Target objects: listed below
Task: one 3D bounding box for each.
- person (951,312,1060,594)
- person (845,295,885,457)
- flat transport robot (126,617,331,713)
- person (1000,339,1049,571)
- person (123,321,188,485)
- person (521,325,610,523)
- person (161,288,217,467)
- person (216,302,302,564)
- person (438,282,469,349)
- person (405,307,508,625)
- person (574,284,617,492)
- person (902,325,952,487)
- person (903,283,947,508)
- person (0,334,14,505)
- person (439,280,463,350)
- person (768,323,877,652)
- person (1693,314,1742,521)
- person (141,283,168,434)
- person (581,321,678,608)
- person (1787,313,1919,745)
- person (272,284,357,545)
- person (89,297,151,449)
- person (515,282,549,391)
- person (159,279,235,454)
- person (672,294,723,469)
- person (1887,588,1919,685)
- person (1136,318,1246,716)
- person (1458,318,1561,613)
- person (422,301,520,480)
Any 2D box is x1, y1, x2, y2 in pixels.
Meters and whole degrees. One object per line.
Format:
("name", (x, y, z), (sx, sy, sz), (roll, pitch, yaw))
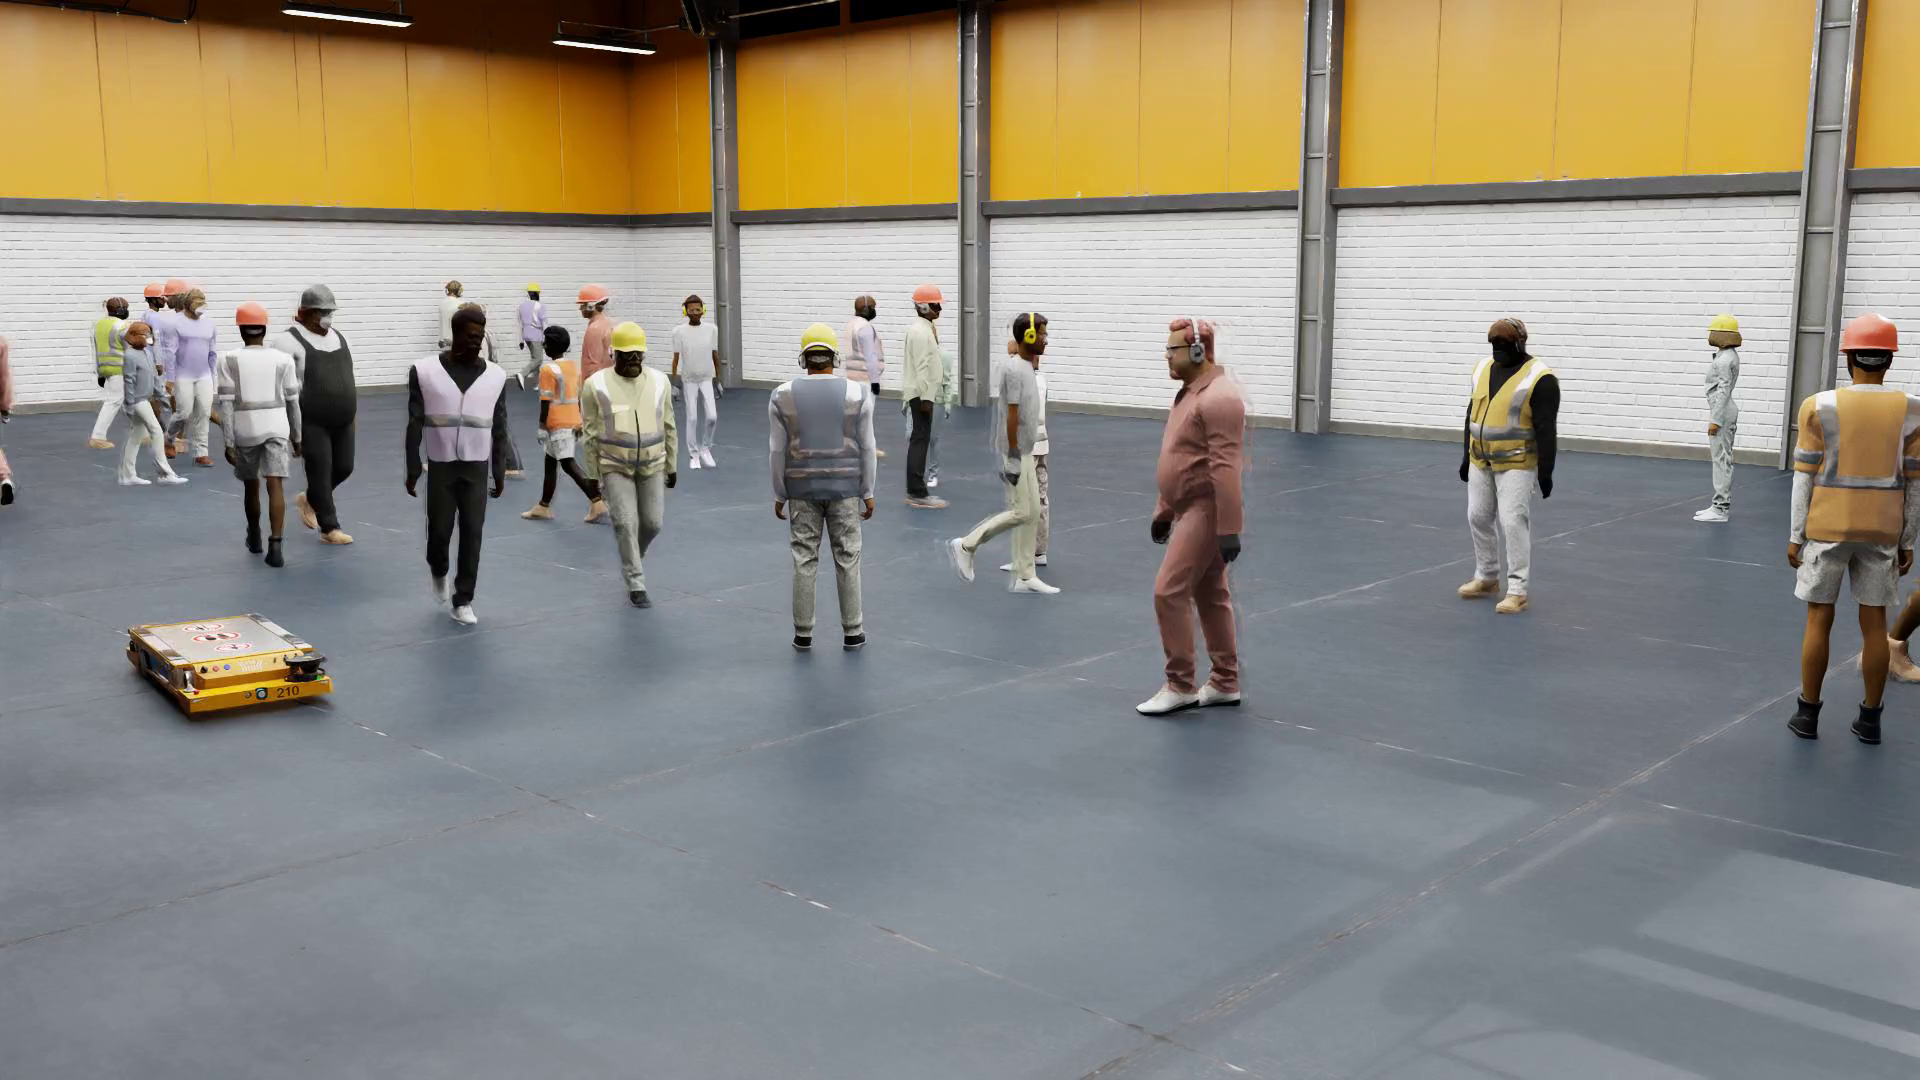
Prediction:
("person", (0.315, -0.557, 10.849), (0.649, 1.842, 0.557), (3, 10, 15))
("person", (-1.052, -1.808, 18.546), (0.429, 1.846, 0.635), (-3, 10, -18))
("flat transport robot", (-3.777, 0.603, 8.527), (0.652, 0.197, 1.431), (-7, 12, -37))
("person", (0.461, -0.594, 11.674), (0.314, 1.641, 0.515), (5, 10, 28))
("person", (-7.892, -1.328, 16.266), (0.740, 1.601, 0.519), (-2, 9, -11))
("person", (-3.299, -0.962, 13.881), (0.852, 1.655, 0.535), (2, 9, 13))
("person", (-8.296, -1.741, 17.880), (0.671, 1.917, 0.657), (7, 11, 35))
("person", (-5.093, -0.786, 12.126), (0.561, 1.878, 1.021), (-5, 10, -28))
("person", (-8.655, -3.468, 28.509), (0.404, 1.902, 0.636), (8, 12, 42))
("person", (-3.044, -0.455, 10.046), (0.635, 1.894, 0.576), (-5, 10, -28))
("person", (-3.426, -1.417, 15.692), (0.458, 1.974, 0.651), (0, 9, 3))
("person", (-0.331, -1.303, 16.073), (0.522, 1.619, 0.513), (2, 10, 15))
("person", (-0.309, -1.284, 14.822), (0.395, 1.992, 0.621), (0, 9, -2))
("person", (-8.647, -1.182, 14.522), (0.452, 1.895, 0.648), (6, 11, 32))
("person", (-8.125, -3.201, 26.750), (0.635, 1.937, 0.354), (8, 12, 42))
("person", (-0.753, -0.283, 9.205), (0.586, 1.827, 0.404), (0, 9, -3))
("person", (6.389, -1.026, 14.013), (0.299, 1.745, 0.483), (5, 11, 29))
("person", (-10.240, -2.303, 21.243), (0.377, 1.938, 0.547), (-5, 11, -29))
("person", (-2.105, -0.492, 10.581), (0.602, 1.802, 0.669), (-4, 10, -25))
("person", (4.011, -0.048, 7.469), (0.539, 1.929, 0.384), (2, 10, 15))
("person", (-5.008, -0.997, 12.926), (0.785, 2.000, 0.693), (6, 11, 32))
("person", (-9.982, -1.985, 19.755), (0.644, 1.798, 0.971), (6, 11, 34))
("person", (-7.415, -3.500, 28.712), (0.585, 1.898, 0.761), (6, 11, 33))
("person", (-8.723, -1.961, 18.945), (0.888, 2.019, 0.609), (-4, 10, -23))
("person", (-2.770, -1.661, 17.568), (0.571, 1.850, 0.478), (-3, 10, -20))
("person", (5.131, -0.203, 8.244), (1.067, 1.989, 0.631), (9, 13, 44))
("person", (1.060, -0.106, 7.925), (0.698, 1.882, 0.678), (-1, 9, -3))
("person", (3.423, -0.473, 10.390), (0.510, 1.822, 0.736), (-5, 11, -30))
("person", (-4.892, -1.480, 16.646), (0.980, 1.787, 0.529), (-1, 9, -3))
